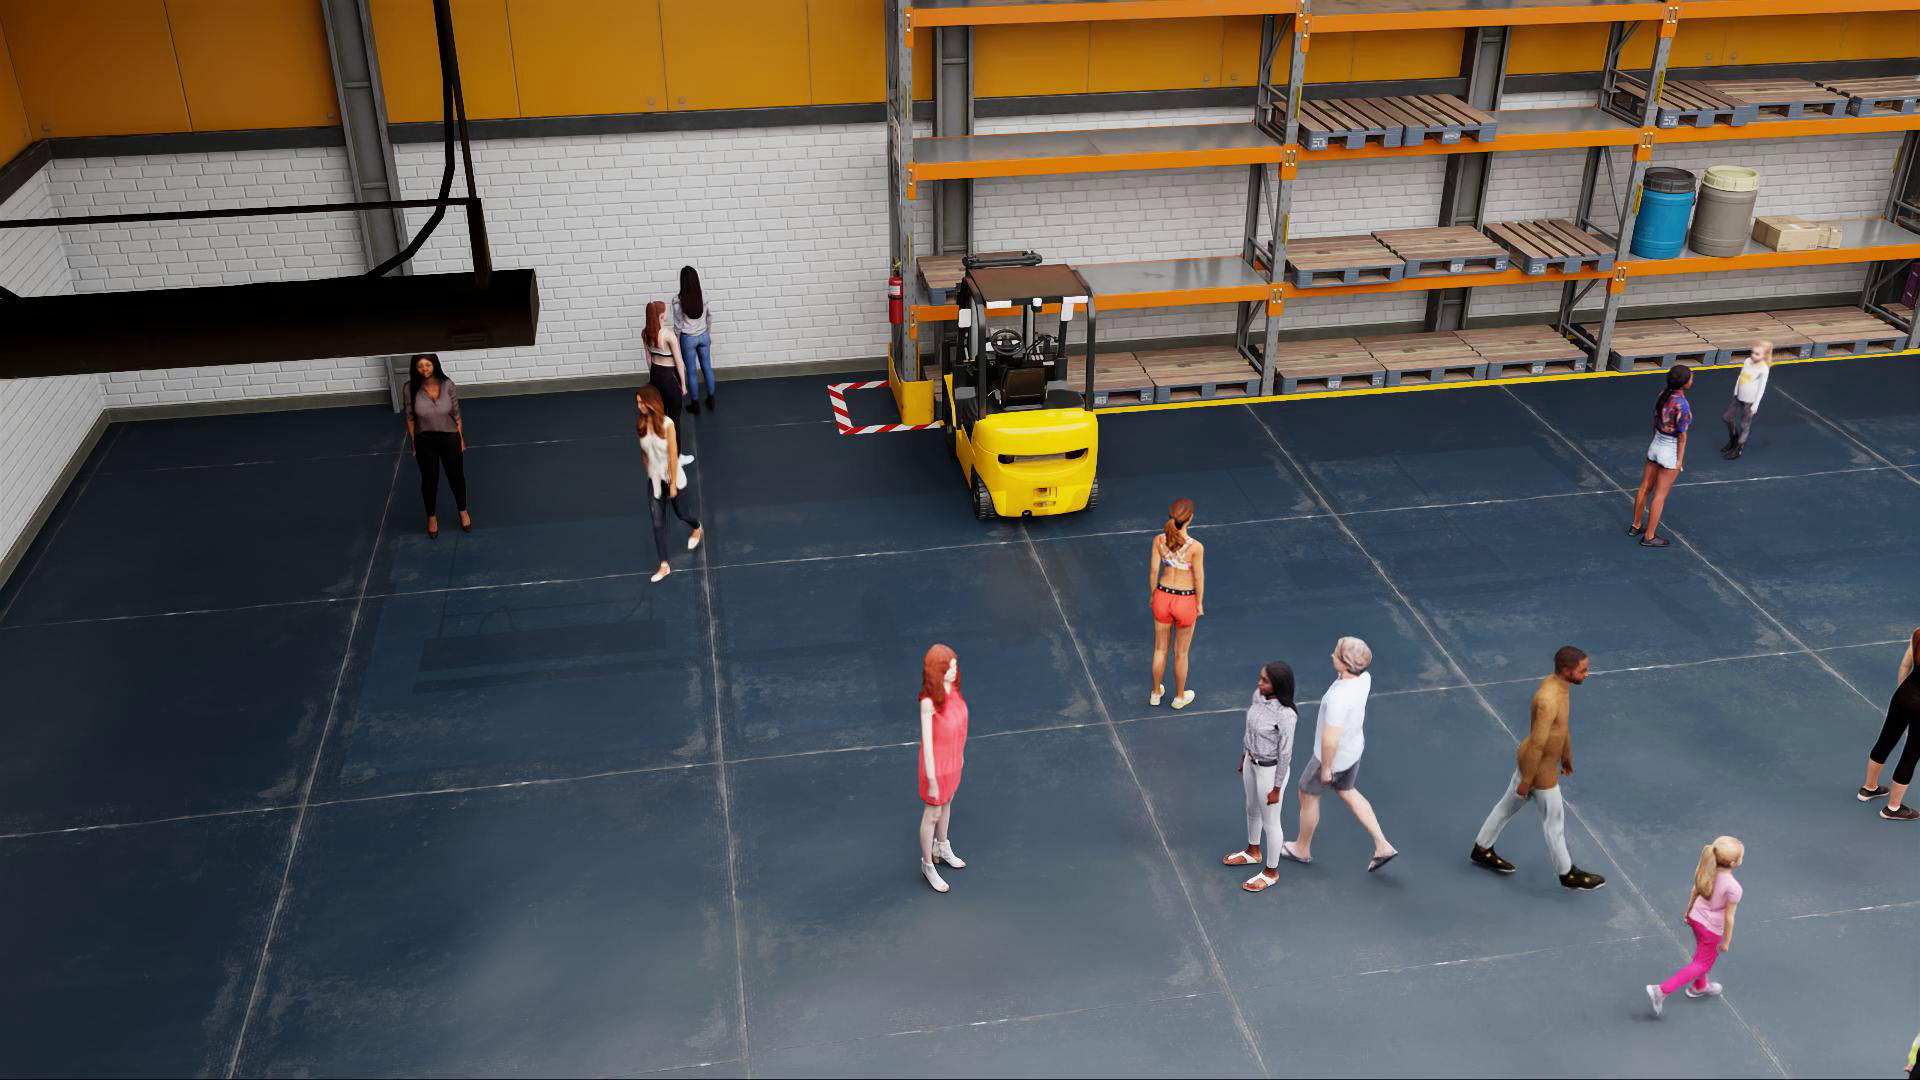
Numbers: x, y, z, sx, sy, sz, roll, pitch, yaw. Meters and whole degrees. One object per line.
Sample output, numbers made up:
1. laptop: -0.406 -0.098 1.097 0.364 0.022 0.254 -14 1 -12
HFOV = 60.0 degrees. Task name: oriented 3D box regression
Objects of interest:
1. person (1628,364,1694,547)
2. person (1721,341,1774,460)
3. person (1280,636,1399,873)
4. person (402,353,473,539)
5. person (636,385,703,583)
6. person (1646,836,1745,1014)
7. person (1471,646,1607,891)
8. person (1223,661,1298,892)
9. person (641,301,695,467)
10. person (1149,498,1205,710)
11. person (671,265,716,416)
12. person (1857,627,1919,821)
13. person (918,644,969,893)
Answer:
1. person: 6.417 -0.787 15.160 0.516 1.743 0.594 -6 29 -11
2. person: 8.013 -1.435 16.837 0.567 1.273 0.555 -11 30 -19
3. person: 2.574 1.439 11.007 1.115 1.811 1.090 21 35 33
4. person: -4.802 -0.903 15.269 0.614 1.842 0.761 -12 31 -21
5. person: -2.542 -0.557 14.735 1.113 1.745 1.030 10 30 18
6. person: 4.443 2.318 9.978 0.849 1.254 0.534 -8 30 -14
7. person: 3.717 1.471 10.986 1.203 1.776 1.046 13 31 23
8. person: 2.010 1.526 10.939 0.553 1.724 0.630 -10 30 -17
9. person: -2.943 -1.556 16.572 0.654 1.741 0.732 15 32 26
10. person: 1.649 0.492 12.764 0.662 1.791 0.745 12 31 22
11. person: -2.830 -2.140 17.755 0.612 1.632 0.741 -21 35 -33
12. person: 6.677 1.154 11.619 0.520 1.726 0.588 -7 29 -13
13. person: -0.131 1.473 10.929 0.690 1.828 0.668 13 31 22
